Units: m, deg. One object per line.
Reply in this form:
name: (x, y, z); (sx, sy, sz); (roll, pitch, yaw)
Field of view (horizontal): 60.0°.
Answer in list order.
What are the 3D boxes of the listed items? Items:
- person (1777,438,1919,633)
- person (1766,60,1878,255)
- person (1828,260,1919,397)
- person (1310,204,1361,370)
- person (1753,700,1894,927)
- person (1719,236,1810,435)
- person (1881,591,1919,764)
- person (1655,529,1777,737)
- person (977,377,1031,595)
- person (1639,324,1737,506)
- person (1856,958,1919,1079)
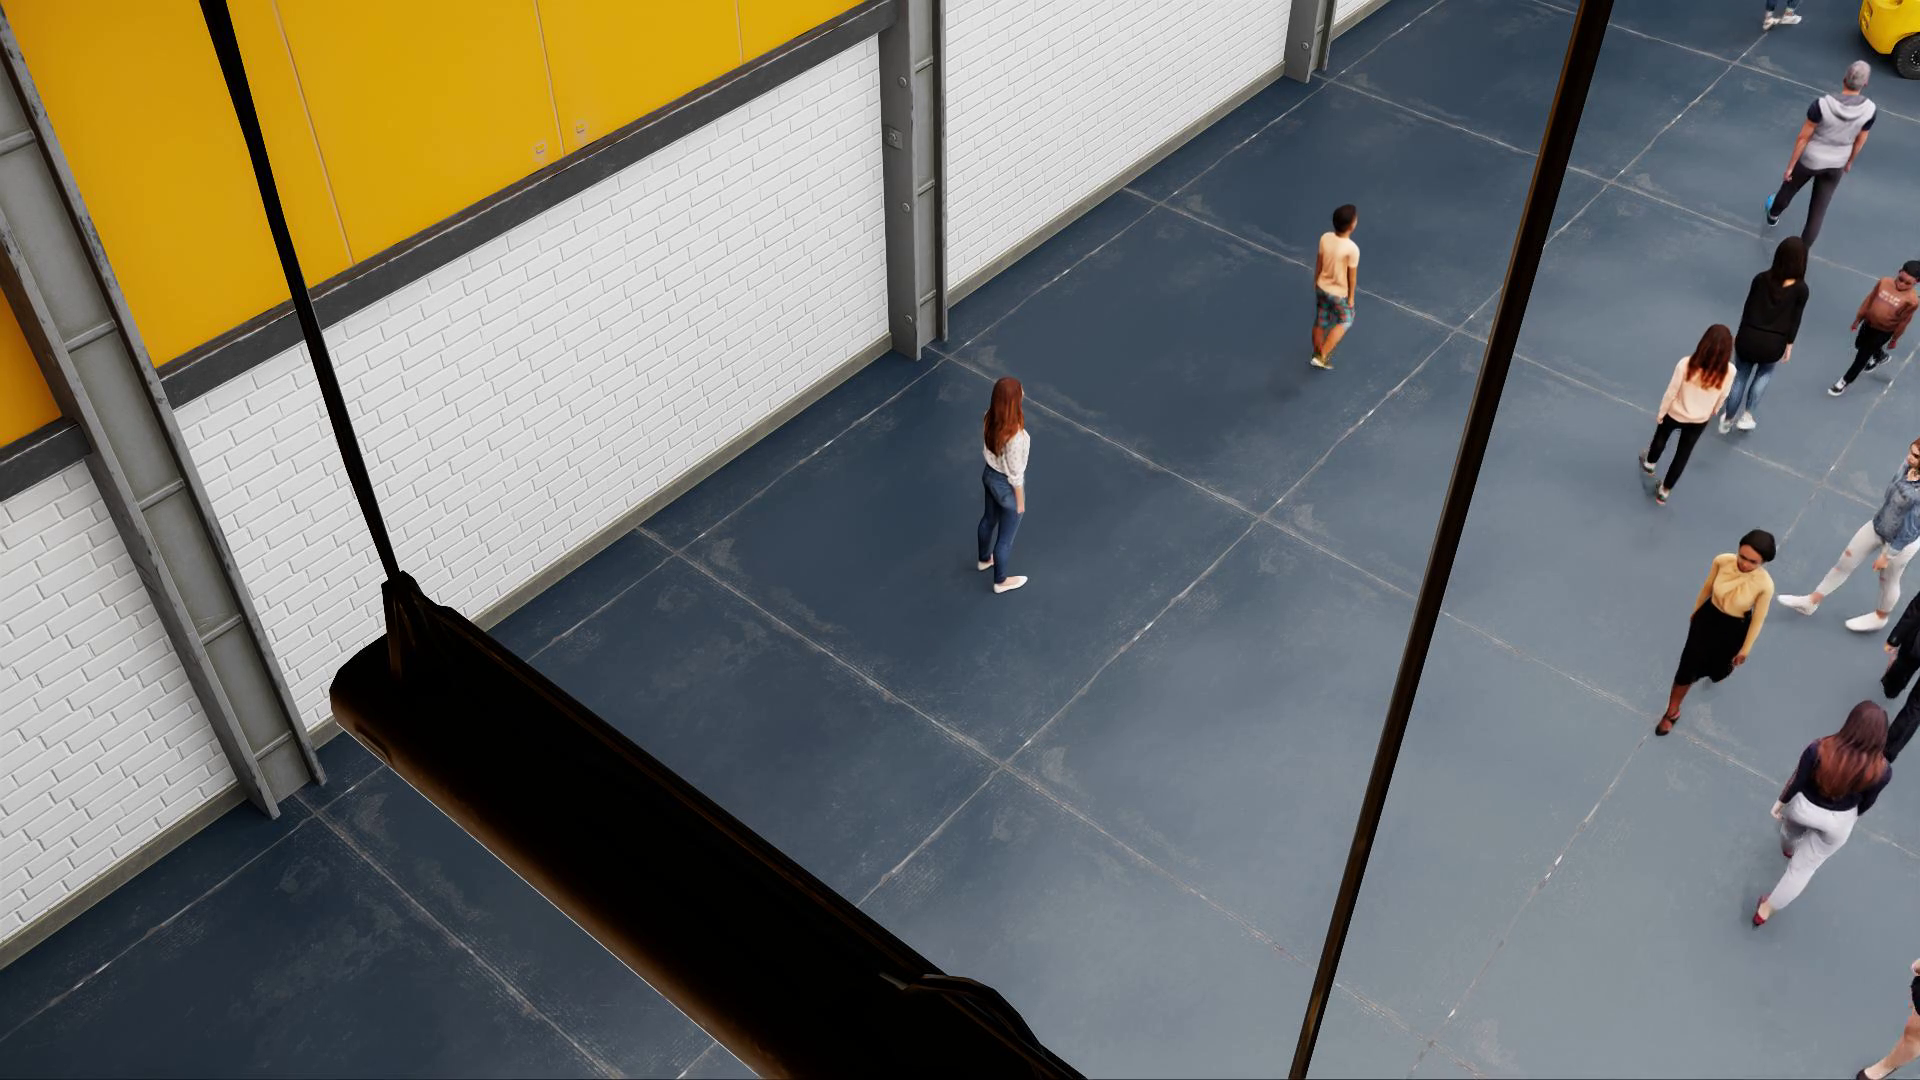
person: (6.138, -0.016, 10.780); (1.023, 1.671, 0.992); (1, 44, 1)
person: (7.202, -3.053, 13.893); (1.033, 1.776, 1.292); (10, 45, 10)
person: (7.144, -1.669, 12.831); (0.907, 1.236, 0.739); (-16, 46, -16)
person: (2.875, -1.924, 12.940); (0.606, 1.456, 0.566); (-34, 53, -30)
person: (4.733, 1.575, 9.192); (0.693, 1.559, 1.055); (21, 48, 21)
person: (5.919, -1.444, 12.314); (0.632, 1.624, 0.653); (26, 50, 25)
person: (5.855, 0.692, 9.979); (0.801, 1.752, 1.221); (25, 49, 24)
person: (4.729, 0.529, 10.242); (1.008, 1.626, 0.655); (-34, 53, -31)
person: (0.280, -0.377, 11.119); (0.625, 1.727, 0.634); (-19, 47, -19)
person: (5.174, -0.859, 11.812); (0.780, 1.469, 0.878); (8, 44, 9)
person: (5.103, 2.236, 8.453); (1.037, 1.621, 0.878); (-12, 45, -13)
